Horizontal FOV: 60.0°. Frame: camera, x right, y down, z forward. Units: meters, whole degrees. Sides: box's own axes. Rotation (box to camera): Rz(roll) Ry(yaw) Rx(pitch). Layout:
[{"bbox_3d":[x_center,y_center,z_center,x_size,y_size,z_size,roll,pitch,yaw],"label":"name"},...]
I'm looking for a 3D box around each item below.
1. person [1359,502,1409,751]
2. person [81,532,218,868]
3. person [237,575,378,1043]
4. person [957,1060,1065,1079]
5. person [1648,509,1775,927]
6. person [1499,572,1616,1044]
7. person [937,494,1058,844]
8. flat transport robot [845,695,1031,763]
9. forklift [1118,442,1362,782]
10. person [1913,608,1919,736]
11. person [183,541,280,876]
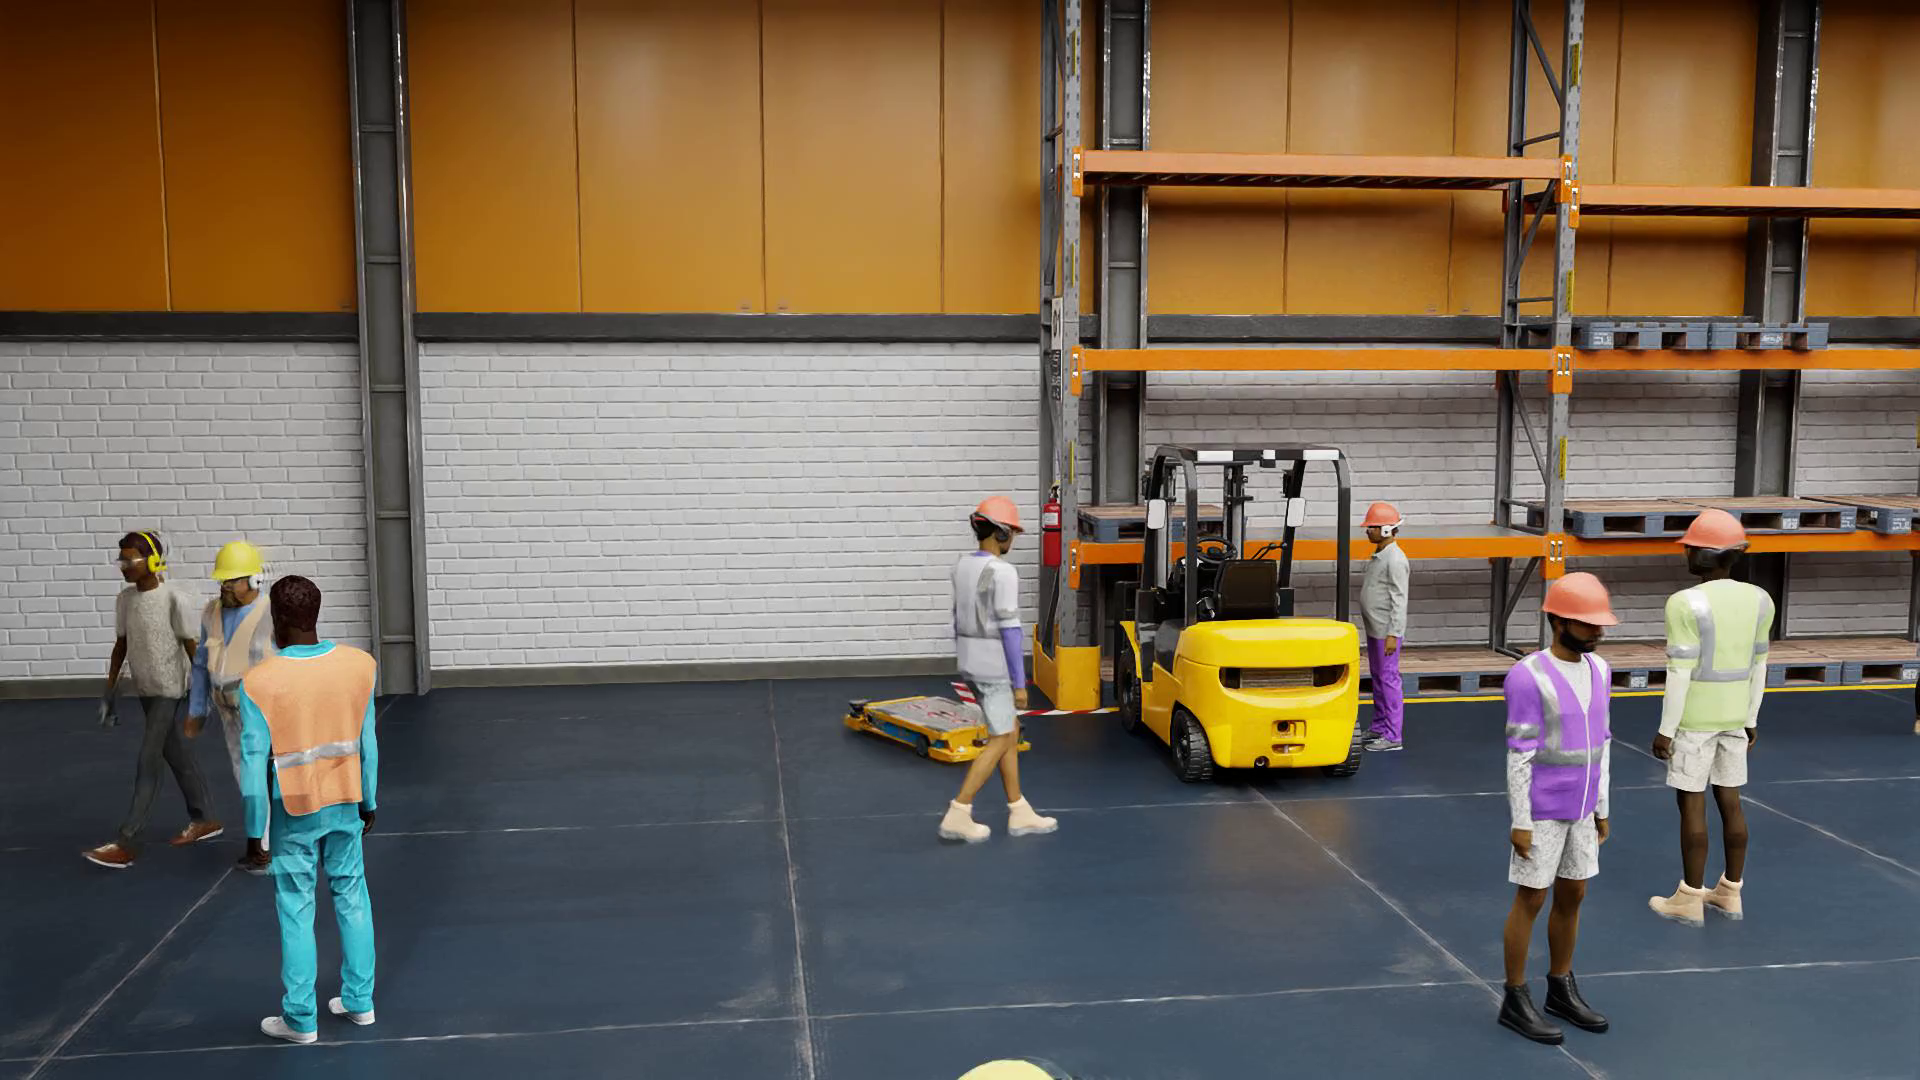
[{"bbox_3d":[2.972,0.606,11.756,0.336,1.749,0.575,0,7,-2],"label":"person"},{"bbox_3d":[-4.508,0.871,9.179,0.544,1.813,0.971,3,7,26],"label":"person"},{"bbox_3d":[-2.647,1.095,6.810,0.397,1.911,0.587,5,8,39],"label":"person"},{"bbox_3d":[0.136,1.653,2.672,0.435,1.734,0.625,-3,7,-25],"label":"person"},{"bbox_3d":[3.671,0.870,8.193,0.615,2.042,0.375,-2,7,-21],"label":"person"},{"bbox_3d":[2.471,1.086,6.808,0.544,1.930,0.388,-3,7,-28],"label":"person"},{"bbox_3d":[0.216,0.735,9.565,0.737,1.993,0.673,-3,7,-25],"label":"person"},{"bbox_3d":[-0.182,1.325,11.898,0.652,0.197,1.431,-4,8,-34],"label":"flat transport robot"},{"bbox_3d":[1.912,0.418,11.496,1.214,2.155,2.313,-1,7,-8],"label":"forklift"},{"bbox_3d":[7.081,0.612,11.947,0.321,1.697,0.534,1,7,6],"label":"person"},{"bbox_3d":[-3.829,0.903,8.928,0.630,1.810,0.518,3,7,22],"label":"person"}]
